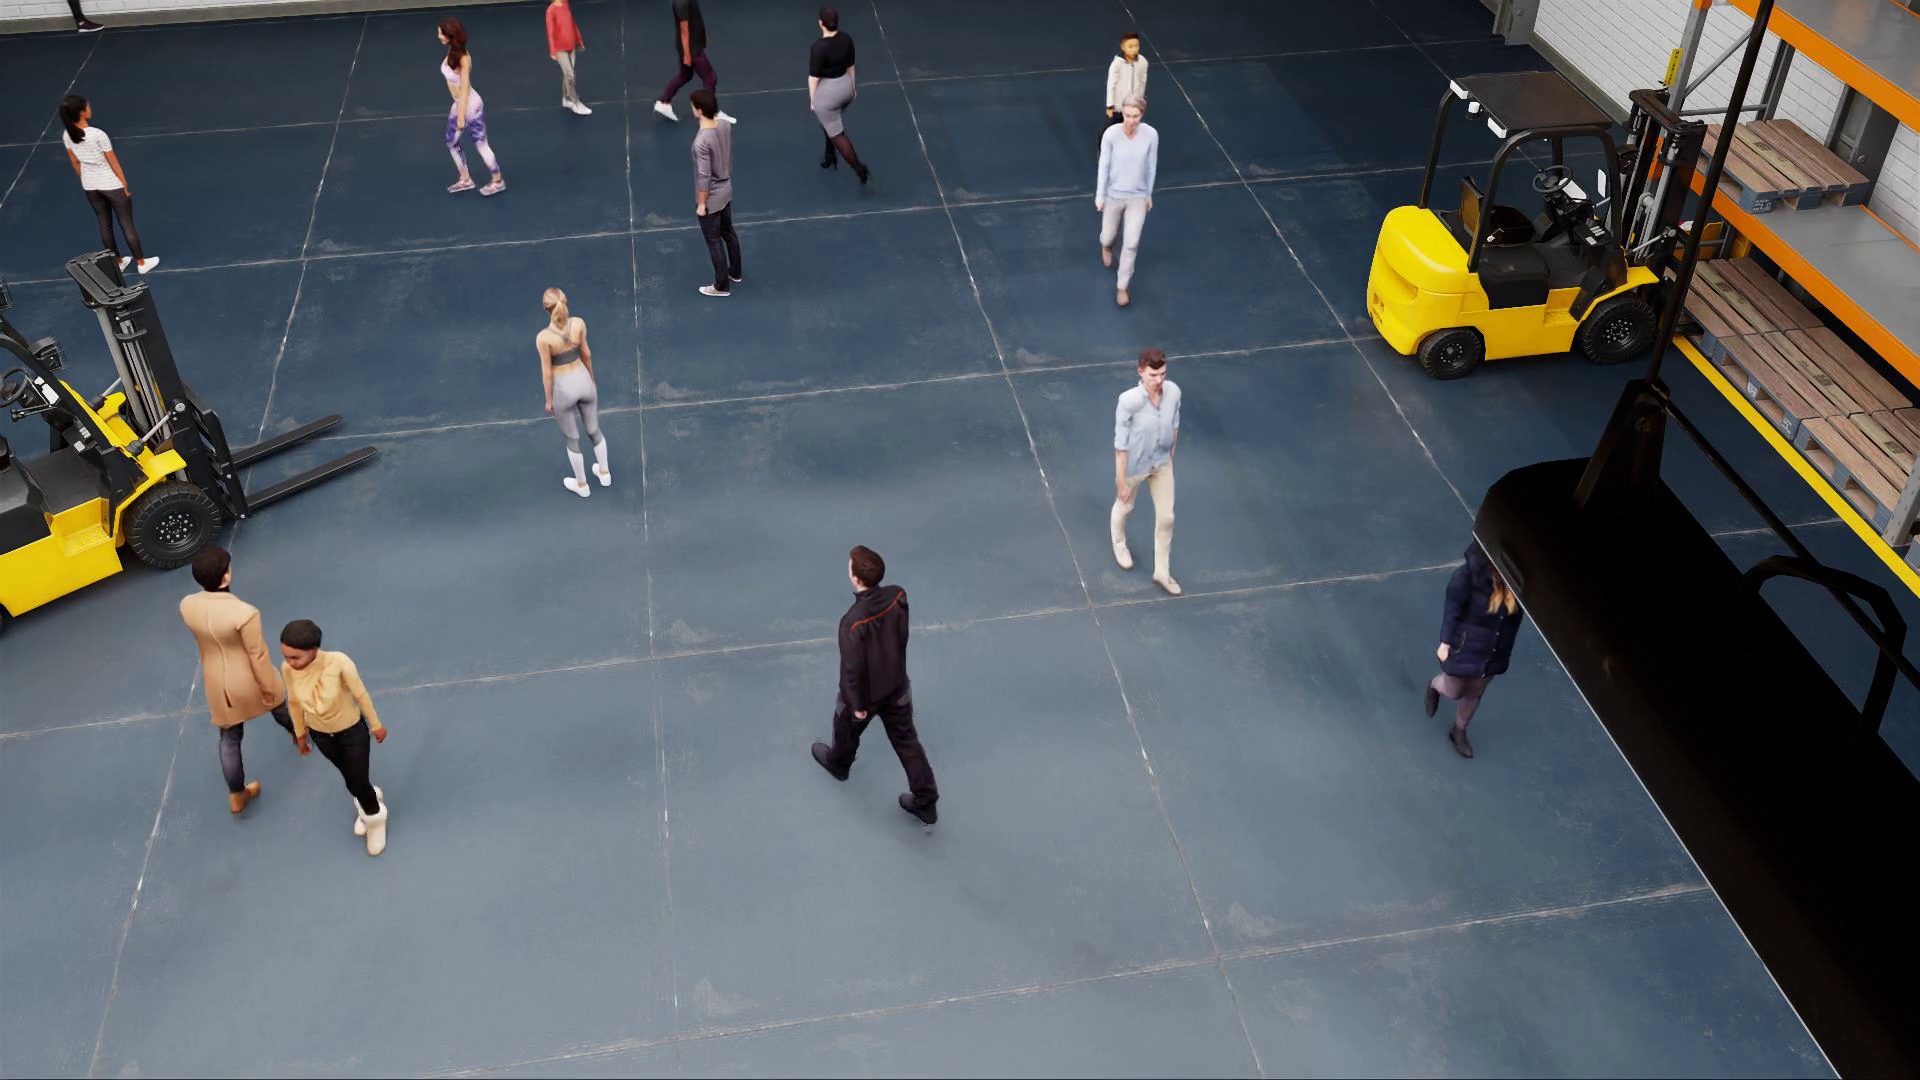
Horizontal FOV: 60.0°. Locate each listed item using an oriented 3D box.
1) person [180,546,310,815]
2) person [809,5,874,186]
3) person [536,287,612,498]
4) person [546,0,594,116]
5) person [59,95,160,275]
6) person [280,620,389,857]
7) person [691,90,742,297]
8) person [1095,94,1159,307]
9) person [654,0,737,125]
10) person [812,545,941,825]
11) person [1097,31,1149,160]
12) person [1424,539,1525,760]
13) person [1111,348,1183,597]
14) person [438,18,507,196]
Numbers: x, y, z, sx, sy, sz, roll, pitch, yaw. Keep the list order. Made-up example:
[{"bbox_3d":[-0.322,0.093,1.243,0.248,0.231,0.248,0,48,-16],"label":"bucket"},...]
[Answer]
[{"bbox_3d":[-4.228,0.843,9.622,0.847,1.685,1.188,4,39,4],"label":"person"},{"bbox_3d":[-1.150,-4.194,15.896,1.192,1.727,1.045,31,48,33],"label":"person"},{"bbox_3d":[-2.796,-1.069,12.002,0.645,1.703,0.667,-27,46,-30],"label":"person"},{"bbox_3d":[-4.189,-5.171,17.374,0.772,1.410,0.728,16,41,19],"label":"person"},{"bbox_3d":[-7.520,-3.108,14.604,0.623,1.642,0.605,4,39,5],"label":"person"},{"bbox_3d":[-3.495,1.013,9.441,0.699,1.646,0.736,3,39,4],"label":"person"},{"bbox_3d":[-2.104,-2.988,14.285,0.809,1.853,0.677,13,41,16],"label":"person"},{"bbox_3d":[1.414,-2.975,14.255,0.788,1.871,1.088,2,39,2],"label":"person"},{"bbox_3d":[-2.831,-5.072,16.973,0.732,1.756,1.019,-5,39,-6],"label":"person"},{"bbox_3d":[-0.419,0.866,9.445,1.118,1.871,1.316,-31,48,-33],"label":"person"},{"bbox_3d":[1.577,-4.281,16.236,0.742,1.439,0.997,-15,41,-18],"label":"person"},{"bbox_3d":[3.075,0.552,10.002,0.651,1.666,0.748,-6,39,-8],"label":"person"},{"bbox_3d":[1.206,-0.558,11.269,0.781,1.820,1.014,-13,41,-16],"label":"person"},{"bbox_3d":[-4.565,-4.092,15.751,0.829,1.750,0.810,-22,44,-26],"label":"person"}]
